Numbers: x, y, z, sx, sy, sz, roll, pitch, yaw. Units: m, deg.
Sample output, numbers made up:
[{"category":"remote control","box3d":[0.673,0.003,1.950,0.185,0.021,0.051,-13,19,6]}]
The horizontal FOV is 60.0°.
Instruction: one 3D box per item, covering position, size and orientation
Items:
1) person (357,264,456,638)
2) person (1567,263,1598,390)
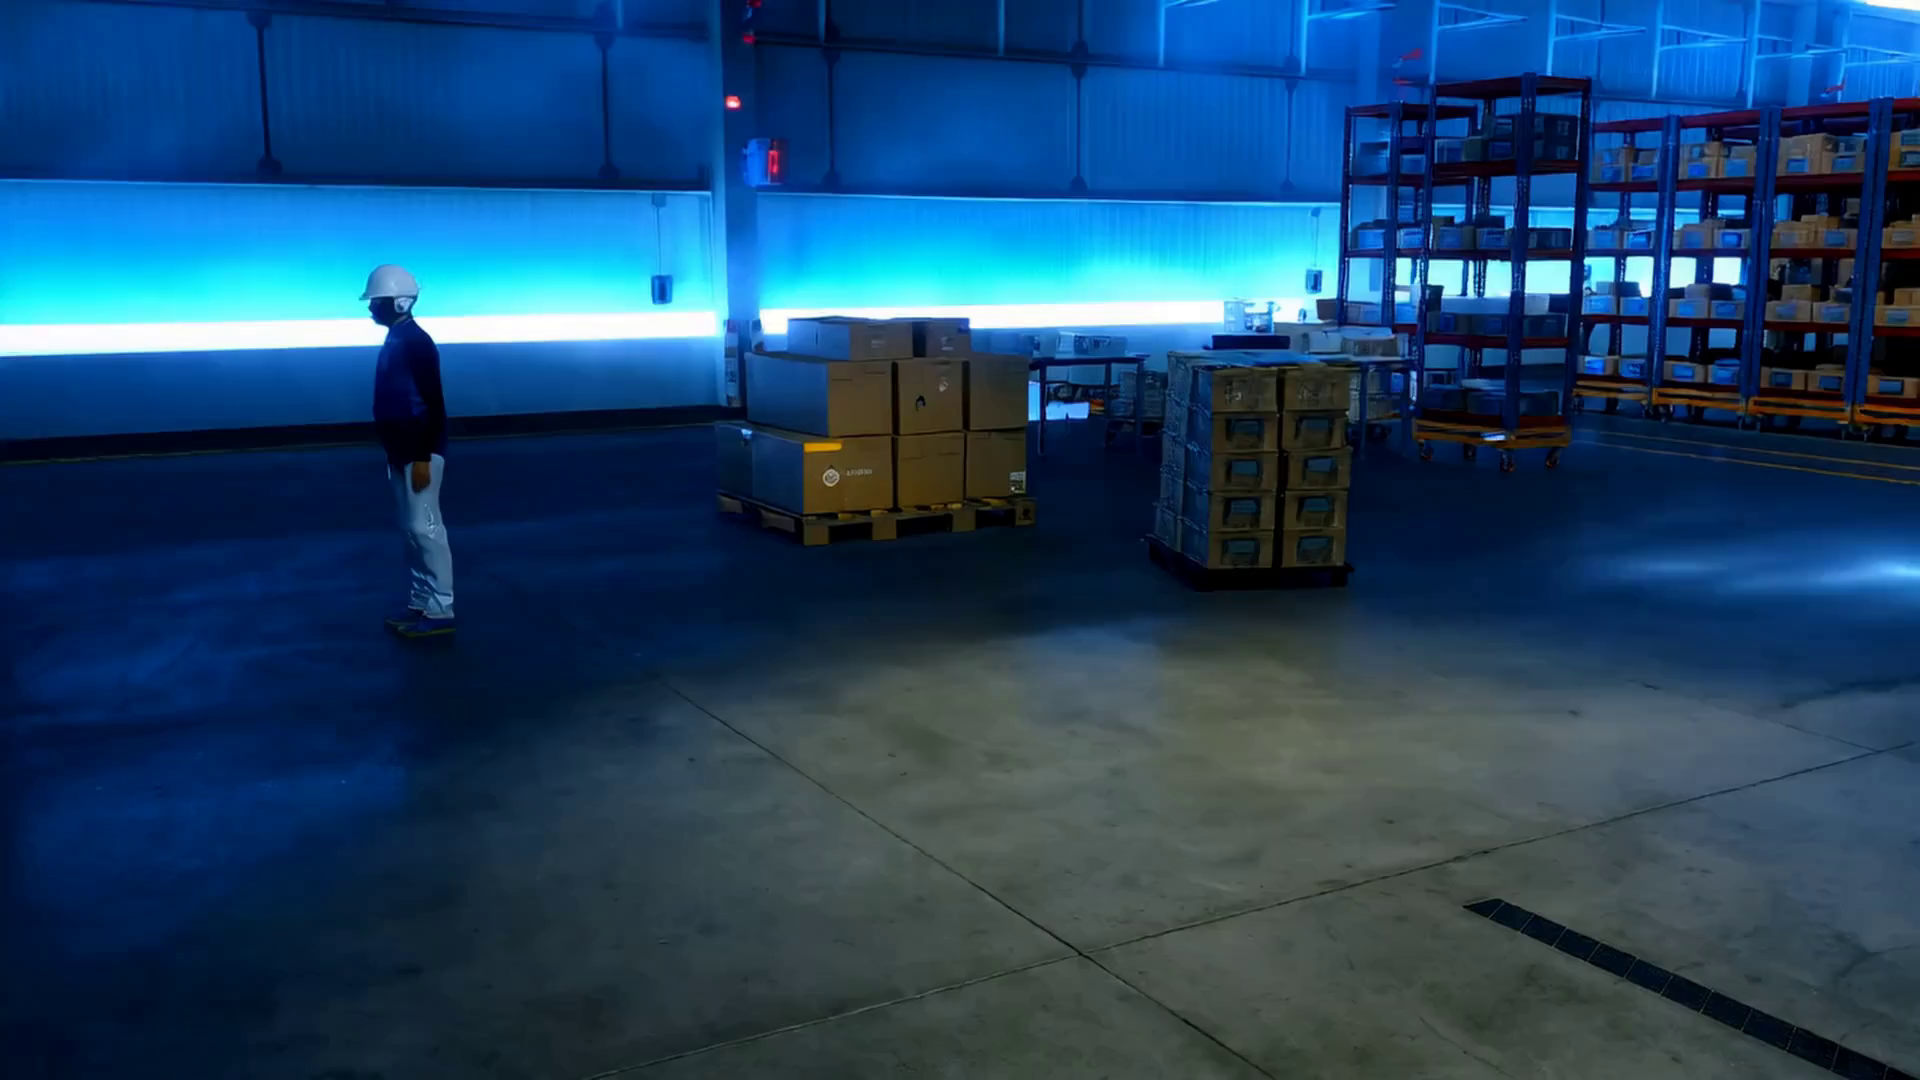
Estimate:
[{"category":"person","box3d":[-2.956,-0.470,8.886,0.405,1.987,0.608,-8,13,-37]},{"category":"person","box3d":[8.947,-3.047,23.856,0.390,1.846,0.563,3,10,17]}]
